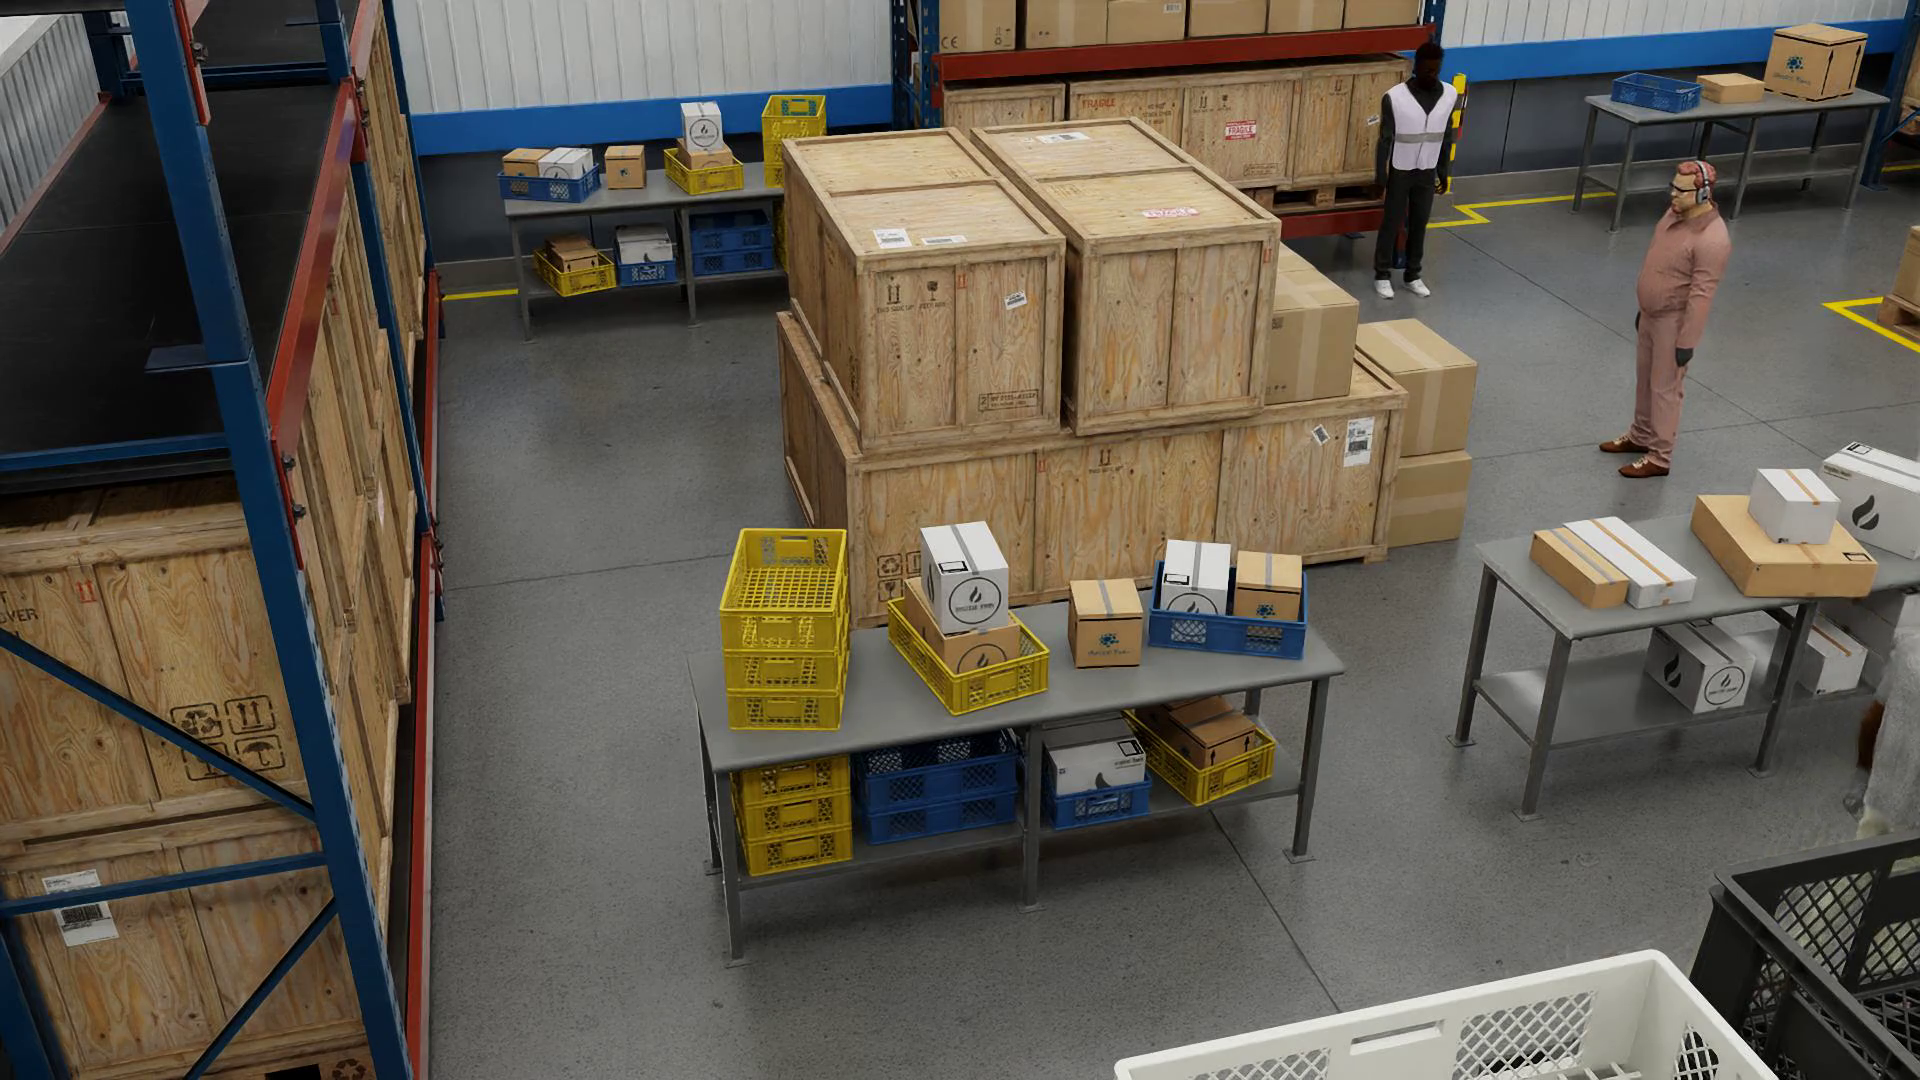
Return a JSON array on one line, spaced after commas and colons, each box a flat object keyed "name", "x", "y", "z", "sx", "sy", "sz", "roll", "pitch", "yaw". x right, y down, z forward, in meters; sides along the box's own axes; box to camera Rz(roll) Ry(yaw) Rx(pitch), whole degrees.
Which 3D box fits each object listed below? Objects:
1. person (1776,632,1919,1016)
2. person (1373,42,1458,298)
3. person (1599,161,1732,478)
[{"name": "person", "x": 3.280, "y": 0.945, "z": 5.751, "sx": 0.385, "sy": 1.880, "sz": 0.523, "roll": -6, "pitch": 29, "yaw": -11}, {"name": "person", "x": 3.365, "y": -2.752, "z": 12.403, "sx": 0.593, "sy": 1.909, "sz": 0.407, "roll": -7, "pitch": 30, "yaw": -12}, {"name": "person", "x": 4.144, "y": -1.286, "z": 9.755, "sx": 0.400, "sy": 1.900, "sz": 0.648, "roll": 0, "pitch": 29, "yaw": -1}]
